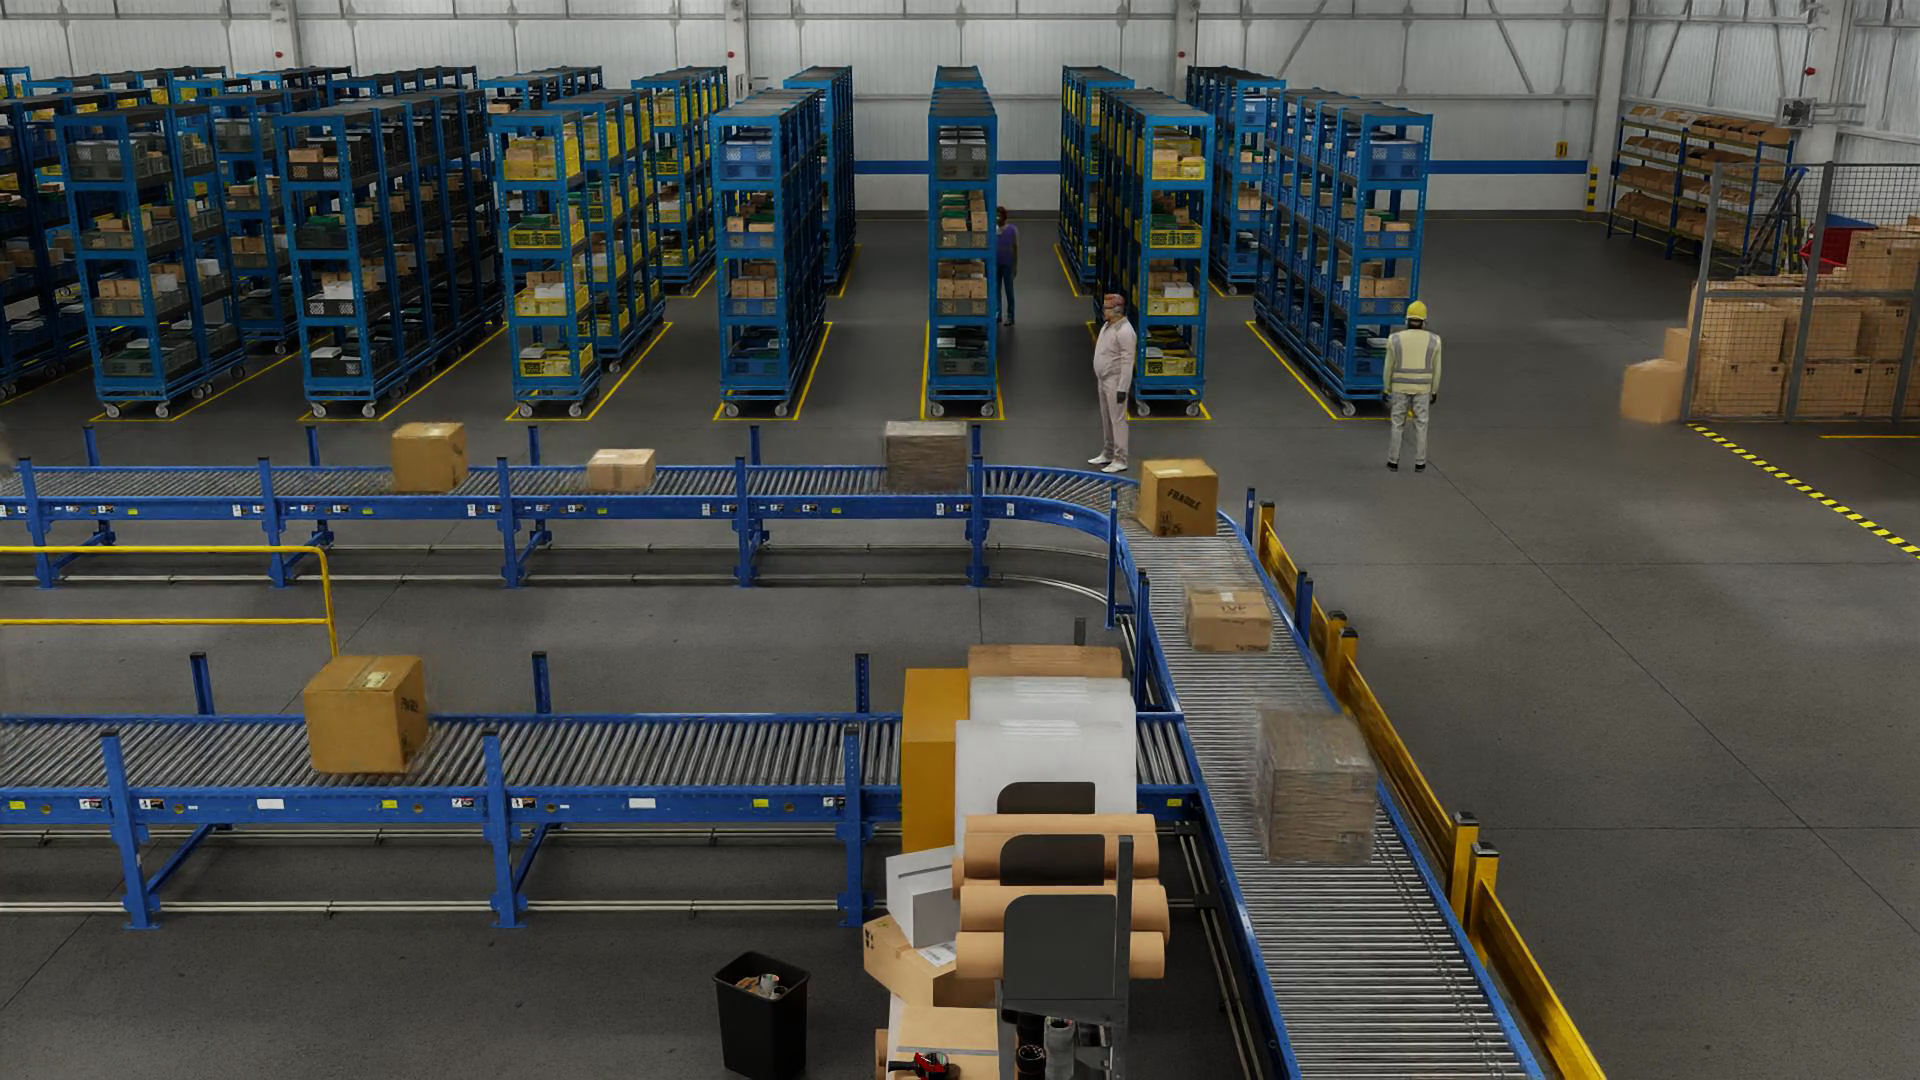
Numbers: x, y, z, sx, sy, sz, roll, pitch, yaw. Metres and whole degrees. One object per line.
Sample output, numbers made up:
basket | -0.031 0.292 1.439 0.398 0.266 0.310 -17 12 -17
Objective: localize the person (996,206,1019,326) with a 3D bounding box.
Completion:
person | 0.657 -4.260 25.799 0.574 1.831 0.398 11 21 31

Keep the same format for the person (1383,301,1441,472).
person | 4.791 -1.624 17.673 0.586 1.835 0.404 4 18 11

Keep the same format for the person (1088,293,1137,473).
person | 1.613 -1.677 17.722 0.408 1.905 0.652 -5 19 -16
